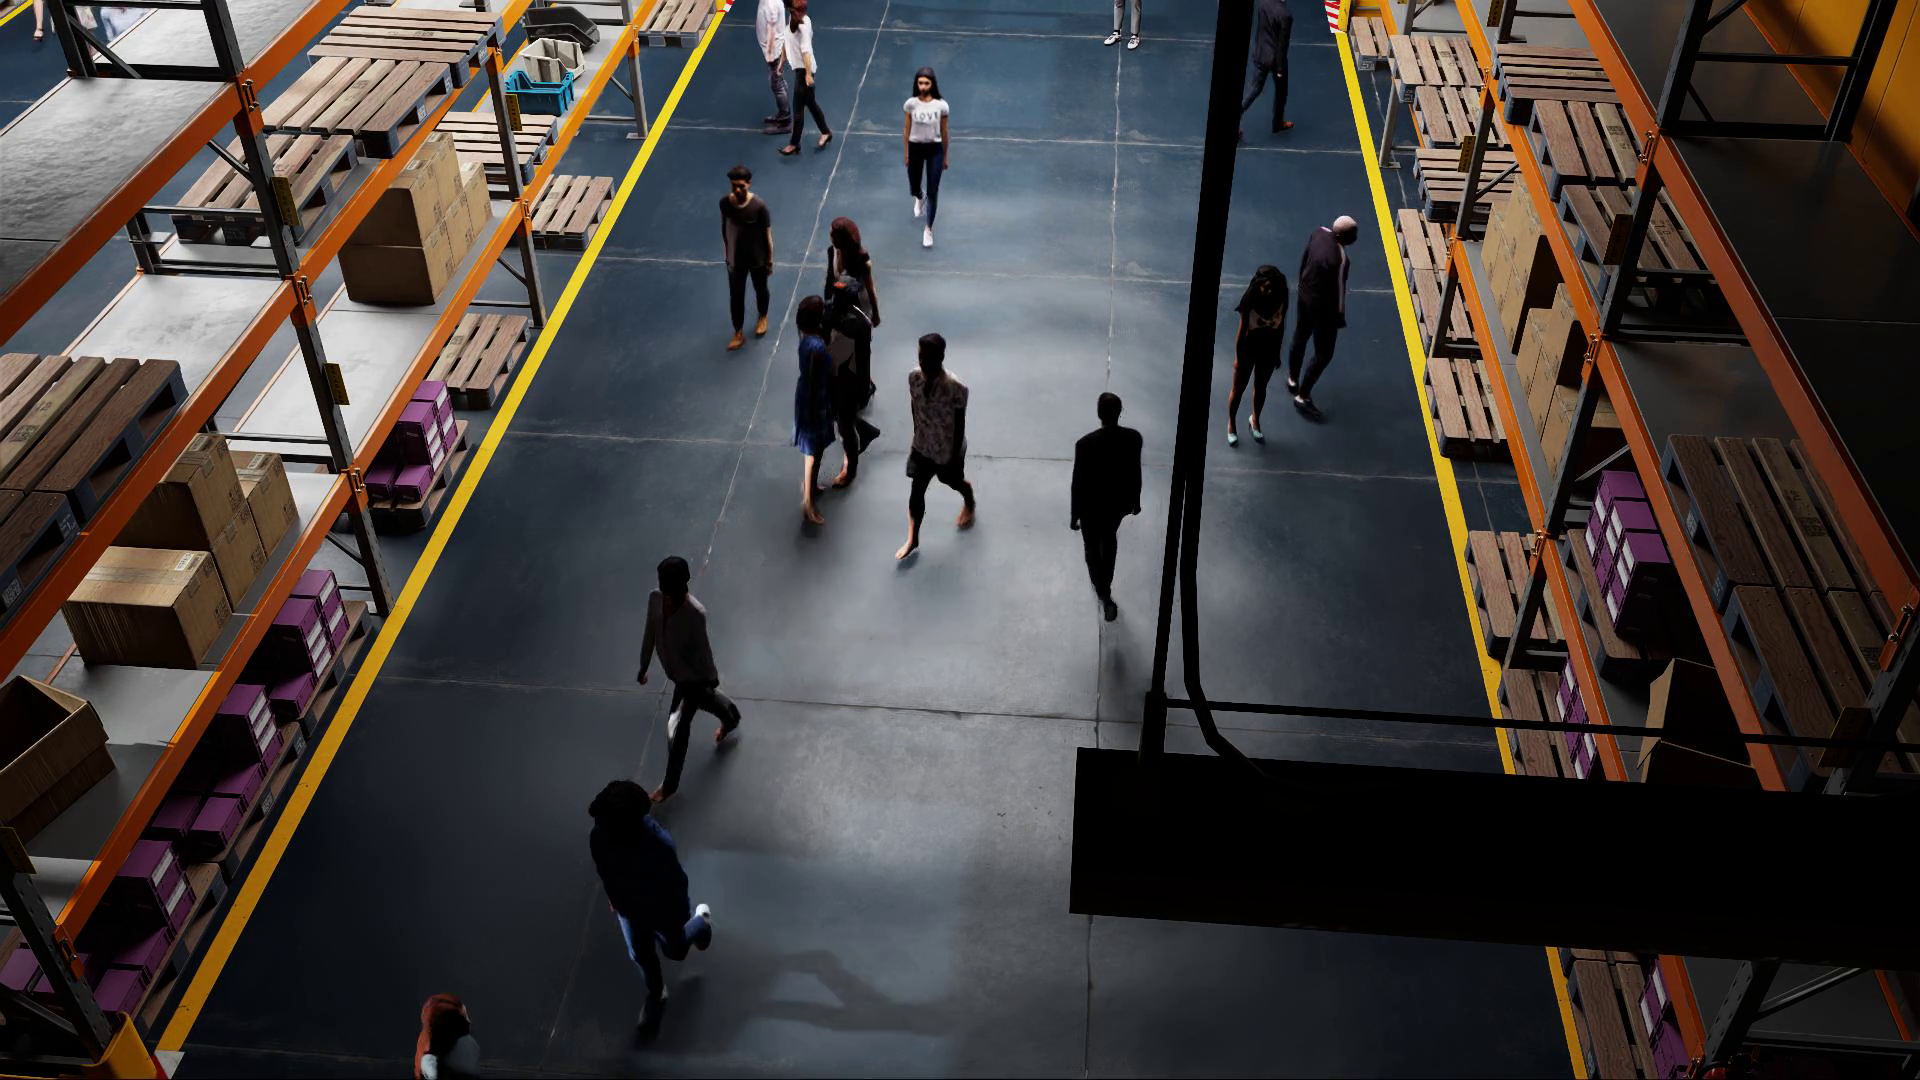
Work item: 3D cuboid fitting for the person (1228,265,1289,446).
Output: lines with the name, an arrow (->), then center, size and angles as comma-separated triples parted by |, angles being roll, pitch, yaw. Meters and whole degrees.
person -> 2.389, -1.492, 13.391 | 0.619, 1.626, 0.636 | -7, 39, -8

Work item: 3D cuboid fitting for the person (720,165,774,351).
person -> -1.855, -2.565, 14.684 | 0.691, 1.688, 0.932 | 7, 39, 8

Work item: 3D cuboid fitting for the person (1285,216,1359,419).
person -> 2.930, -1.963, 13.843 | 1.004, 1.797, 0.788 | -25, 45, -27

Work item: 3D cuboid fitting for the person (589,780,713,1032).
person -> -1.667, 1.884, 9.036 | 0.798, 1.784, 1.000 | 9, 39, 11

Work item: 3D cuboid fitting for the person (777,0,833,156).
person -> -1.586, -4.980, 17.662 | 0.915, 1.745, 0.930 | -18, 42, -21

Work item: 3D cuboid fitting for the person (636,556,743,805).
person -> -1.681, 0.763, 10.488 | 0.994, 1.724, 1.197 | 25, 45, 28

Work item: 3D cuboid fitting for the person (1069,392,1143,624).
person -> 1.048, -0.182, 11.629 | 0.938, 1.778, 1.117 | -9, 39, -11

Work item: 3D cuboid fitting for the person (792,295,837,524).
person -> -1.136, -0.979, 12.628 | 0.950, 1.775, 0.715 | -2, 39, -3

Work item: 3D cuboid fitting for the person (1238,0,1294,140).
person -> 3.270, -5.155, 17.860 | 1.181, 1.771, 1.169 | -24, 44, -27

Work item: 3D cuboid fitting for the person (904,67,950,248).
person -> -0.328, -3.759, 16.121 | 0.615, 1.760, 0.895 | 1, 39, 1

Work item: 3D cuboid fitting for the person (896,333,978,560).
person -> -0.100, -0.763, 12.350 | 0.988, 1.786, 1.222 | 20, 43, 23

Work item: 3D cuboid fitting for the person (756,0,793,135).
person -> -2.007, -5.334, 18.036 | 0.739, 1.831, 0.555 | -2, 39, -3

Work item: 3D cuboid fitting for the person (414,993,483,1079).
person -> -2.495, 2.757, 8.007 | 0.692, 1.705, 1.056 | 0, 39, 0

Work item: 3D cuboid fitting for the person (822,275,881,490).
person -> -0.895, -1.269, 12.916 | 1.050, 1.869, 0.990 | -21, 43, -24

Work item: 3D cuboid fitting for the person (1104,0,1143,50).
person -> 2.041, -6.883, 19.874 | 0.788, 1.959, 0.750 | 19, 42, 22

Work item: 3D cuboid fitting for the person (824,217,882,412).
person -> -0.821, -1.901, 13.778 | 0.753, 1.782, 0.802 | 25, 45, 28
